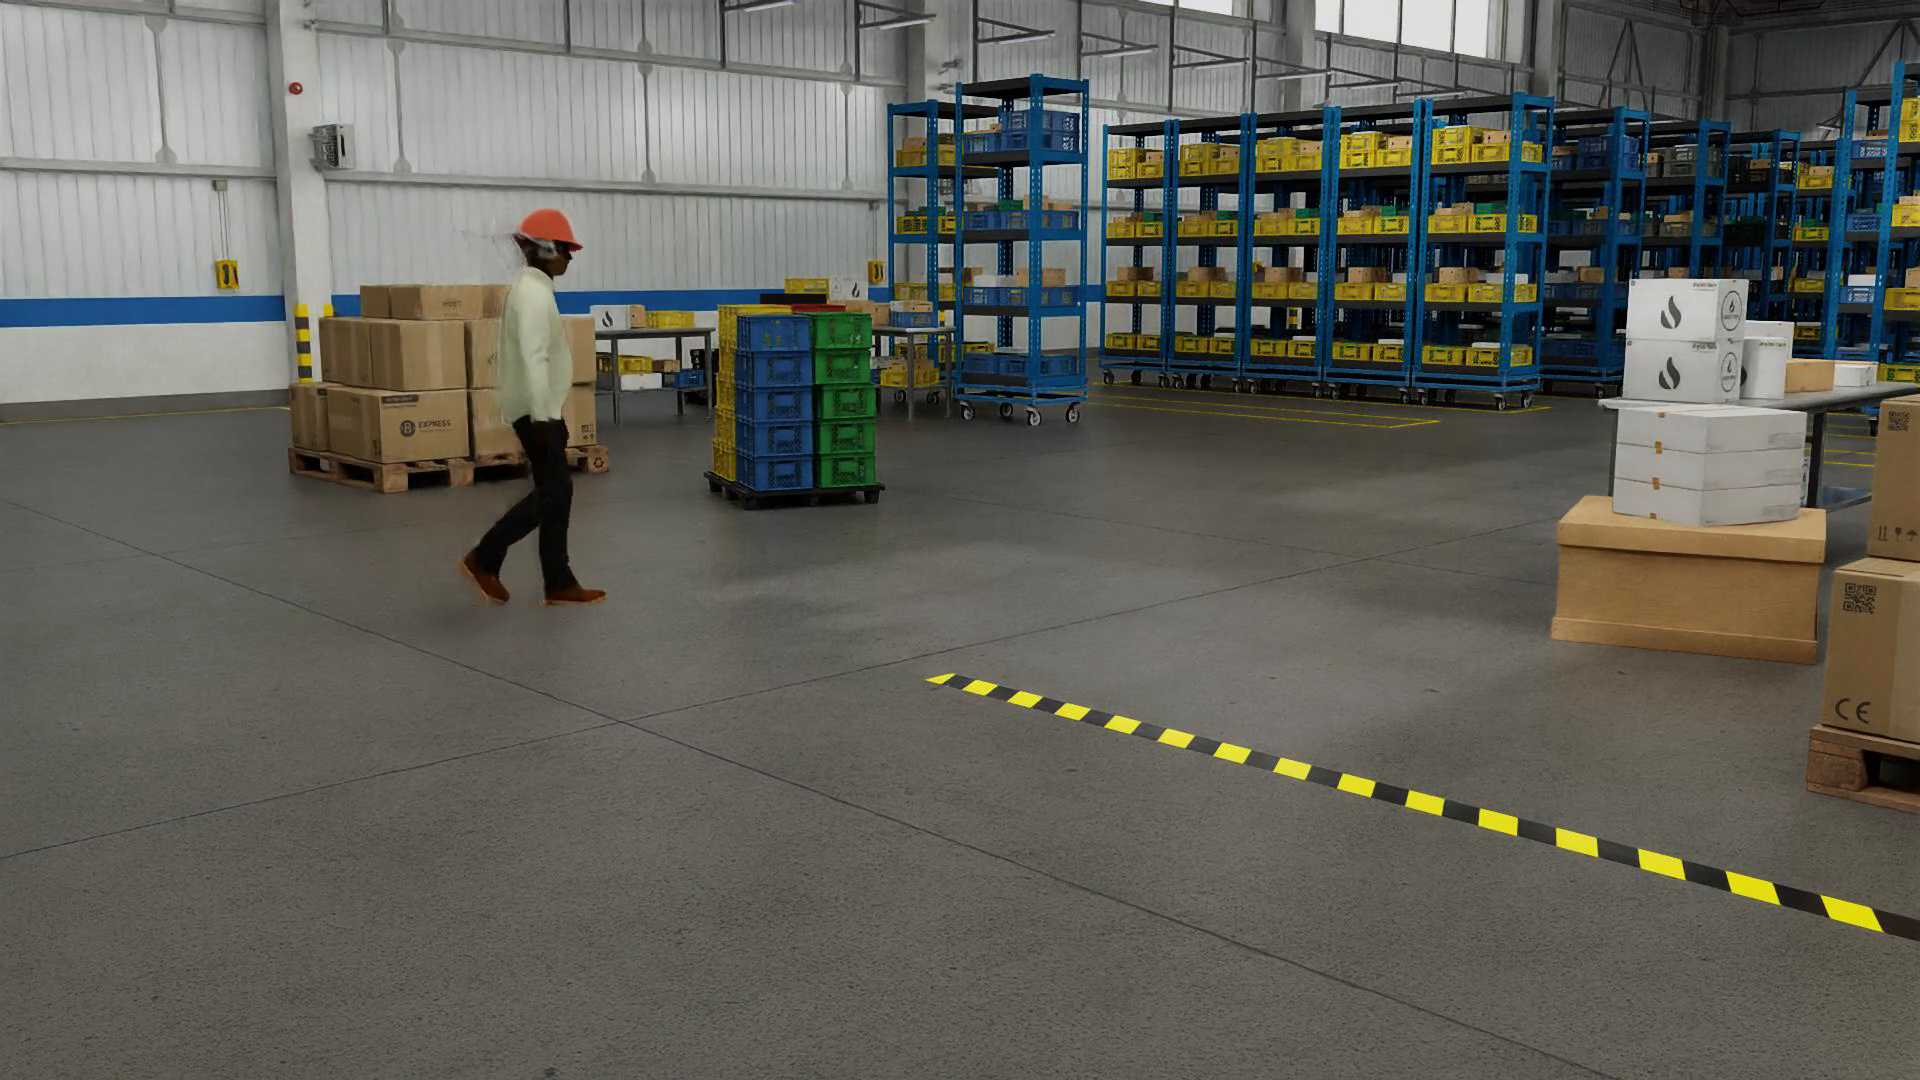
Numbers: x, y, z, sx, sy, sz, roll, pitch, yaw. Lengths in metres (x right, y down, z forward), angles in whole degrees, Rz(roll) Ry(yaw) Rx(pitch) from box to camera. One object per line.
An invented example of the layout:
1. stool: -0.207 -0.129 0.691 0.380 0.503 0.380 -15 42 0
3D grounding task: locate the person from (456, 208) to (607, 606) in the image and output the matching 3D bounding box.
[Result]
1. person: -2.102 -0.626 8.126 0.657 1.968 0.656 -3 10 -18
